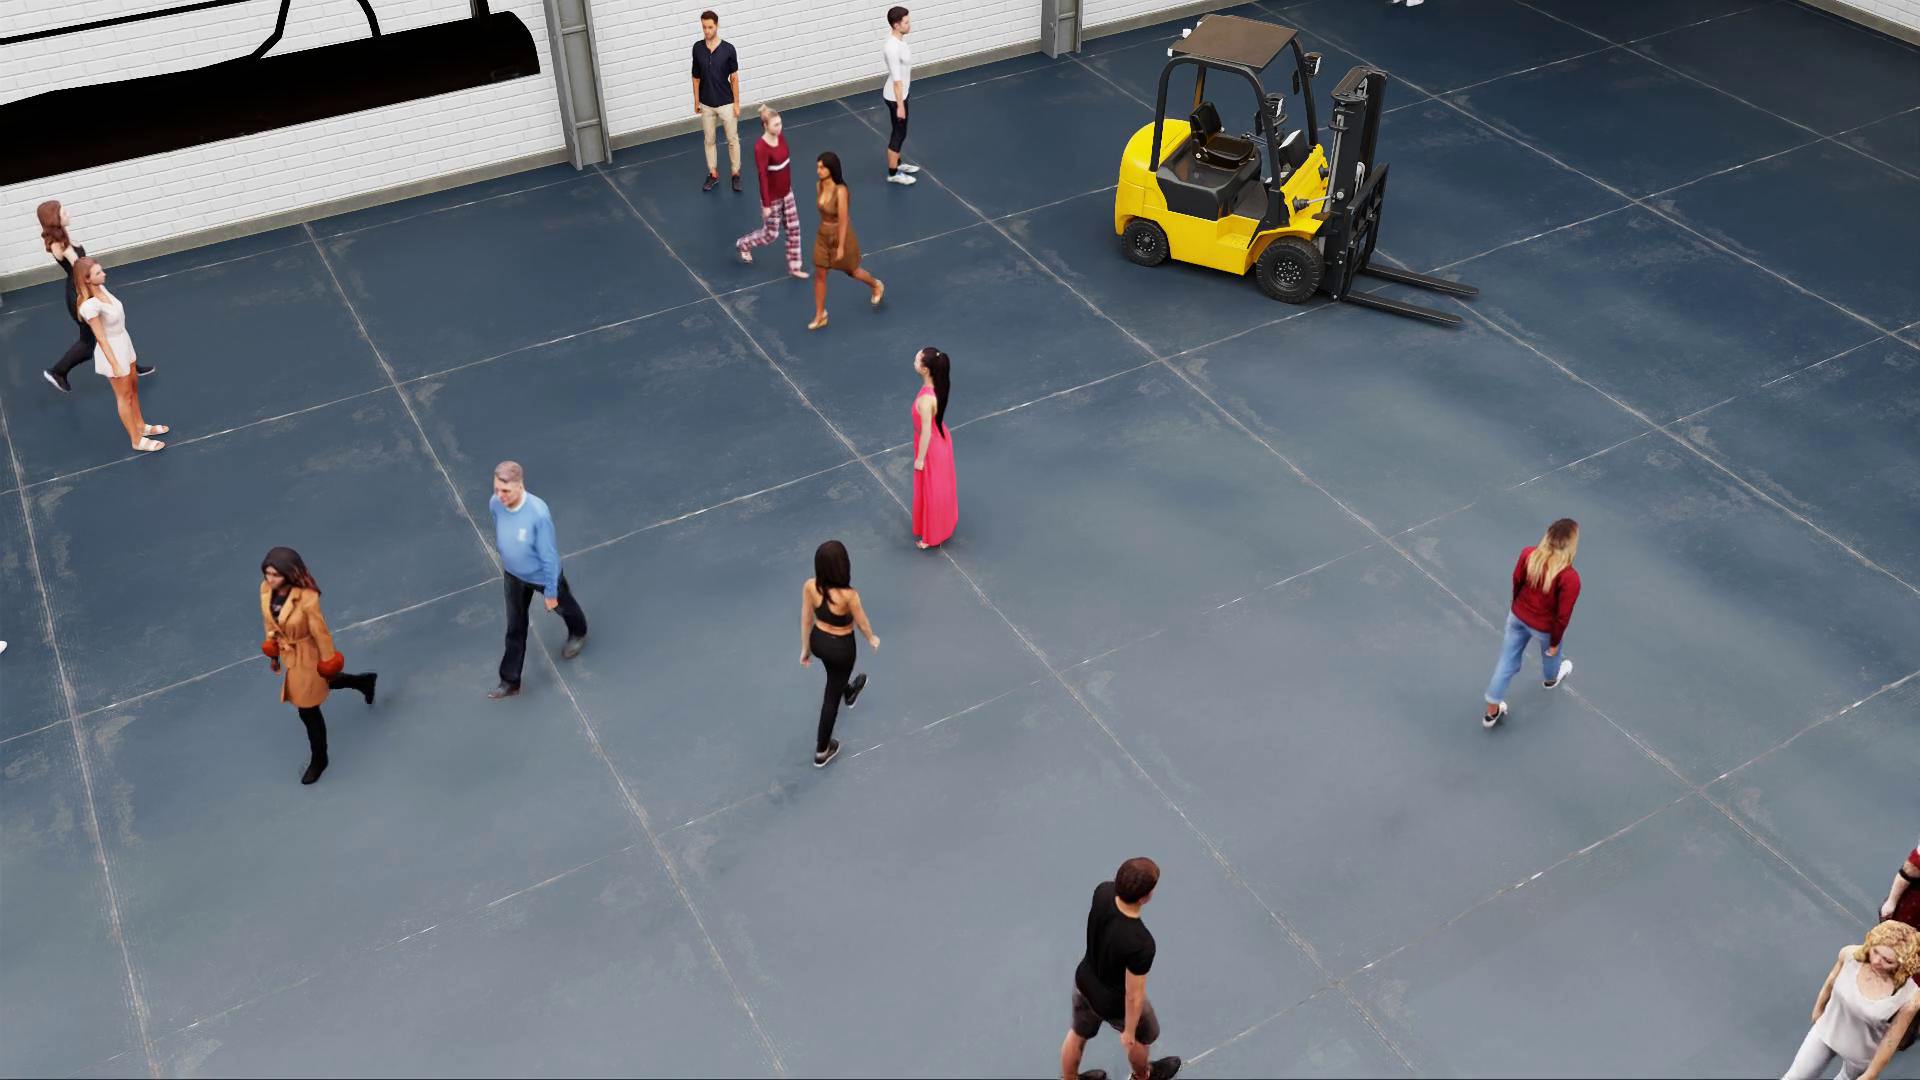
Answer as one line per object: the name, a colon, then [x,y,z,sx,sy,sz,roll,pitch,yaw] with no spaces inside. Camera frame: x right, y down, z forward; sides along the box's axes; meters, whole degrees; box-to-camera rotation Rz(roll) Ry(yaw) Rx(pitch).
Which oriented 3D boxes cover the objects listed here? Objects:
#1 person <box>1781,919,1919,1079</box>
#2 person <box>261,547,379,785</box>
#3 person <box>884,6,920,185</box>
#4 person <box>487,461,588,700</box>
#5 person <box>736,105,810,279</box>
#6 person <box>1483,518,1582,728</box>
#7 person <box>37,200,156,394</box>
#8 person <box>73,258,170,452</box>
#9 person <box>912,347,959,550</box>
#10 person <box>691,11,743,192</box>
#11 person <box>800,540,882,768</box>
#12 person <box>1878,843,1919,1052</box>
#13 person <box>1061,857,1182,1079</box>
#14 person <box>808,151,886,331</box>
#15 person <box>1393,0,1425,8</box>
person: [4.543,2.471,8.366,1.031,1.632,0.668,-25,45,-28]
person: [-4.091,0.706,10.521,1.009,1.699,1.174,18,42,21]
person: [-0.647,-4.555,16.989,0.762,1.849,0.760,1,39,1]
person: [-2.799,0.157,11.161,1.168,1.758,1.288,14,41,16]
person: [-1.775,-3.228,15.462,0.992,1.682,1.007,17,42,21]
person: [3.679,0.577,10.770,1.109,1.589,0.783,-30,48,-32]
person: [-7.394,-1.986,13.869,1.032,1.727,0.563,-20,43,-24]
person: [-6.750,-1.496,13.281,0.660,1.696,0.644,-6,39,-7]
person: [-0.205,-0.675,12.228,0.765,1.728,0.708,9,39,11]
person: [-2.457,-4.448,16.846,0.659,1.859,0.767,3,39,3]
person: [-0.846,0.752,10.533,0.903,1.612,1.091,19,42,22]
person: [5.326,1.957,9.046,0.878,1.585,1.156,29,47,31]
person: [0.680,2.298,8.420,0.914,1.833,0.709,-23,44,-26]
person: [-1.028,-2.667,14.778,0.763,1.656,1.118,31,48,33]
person: [5.734,-7.636,20.907,0.590,1.774,0.636,-30,48,-32]
